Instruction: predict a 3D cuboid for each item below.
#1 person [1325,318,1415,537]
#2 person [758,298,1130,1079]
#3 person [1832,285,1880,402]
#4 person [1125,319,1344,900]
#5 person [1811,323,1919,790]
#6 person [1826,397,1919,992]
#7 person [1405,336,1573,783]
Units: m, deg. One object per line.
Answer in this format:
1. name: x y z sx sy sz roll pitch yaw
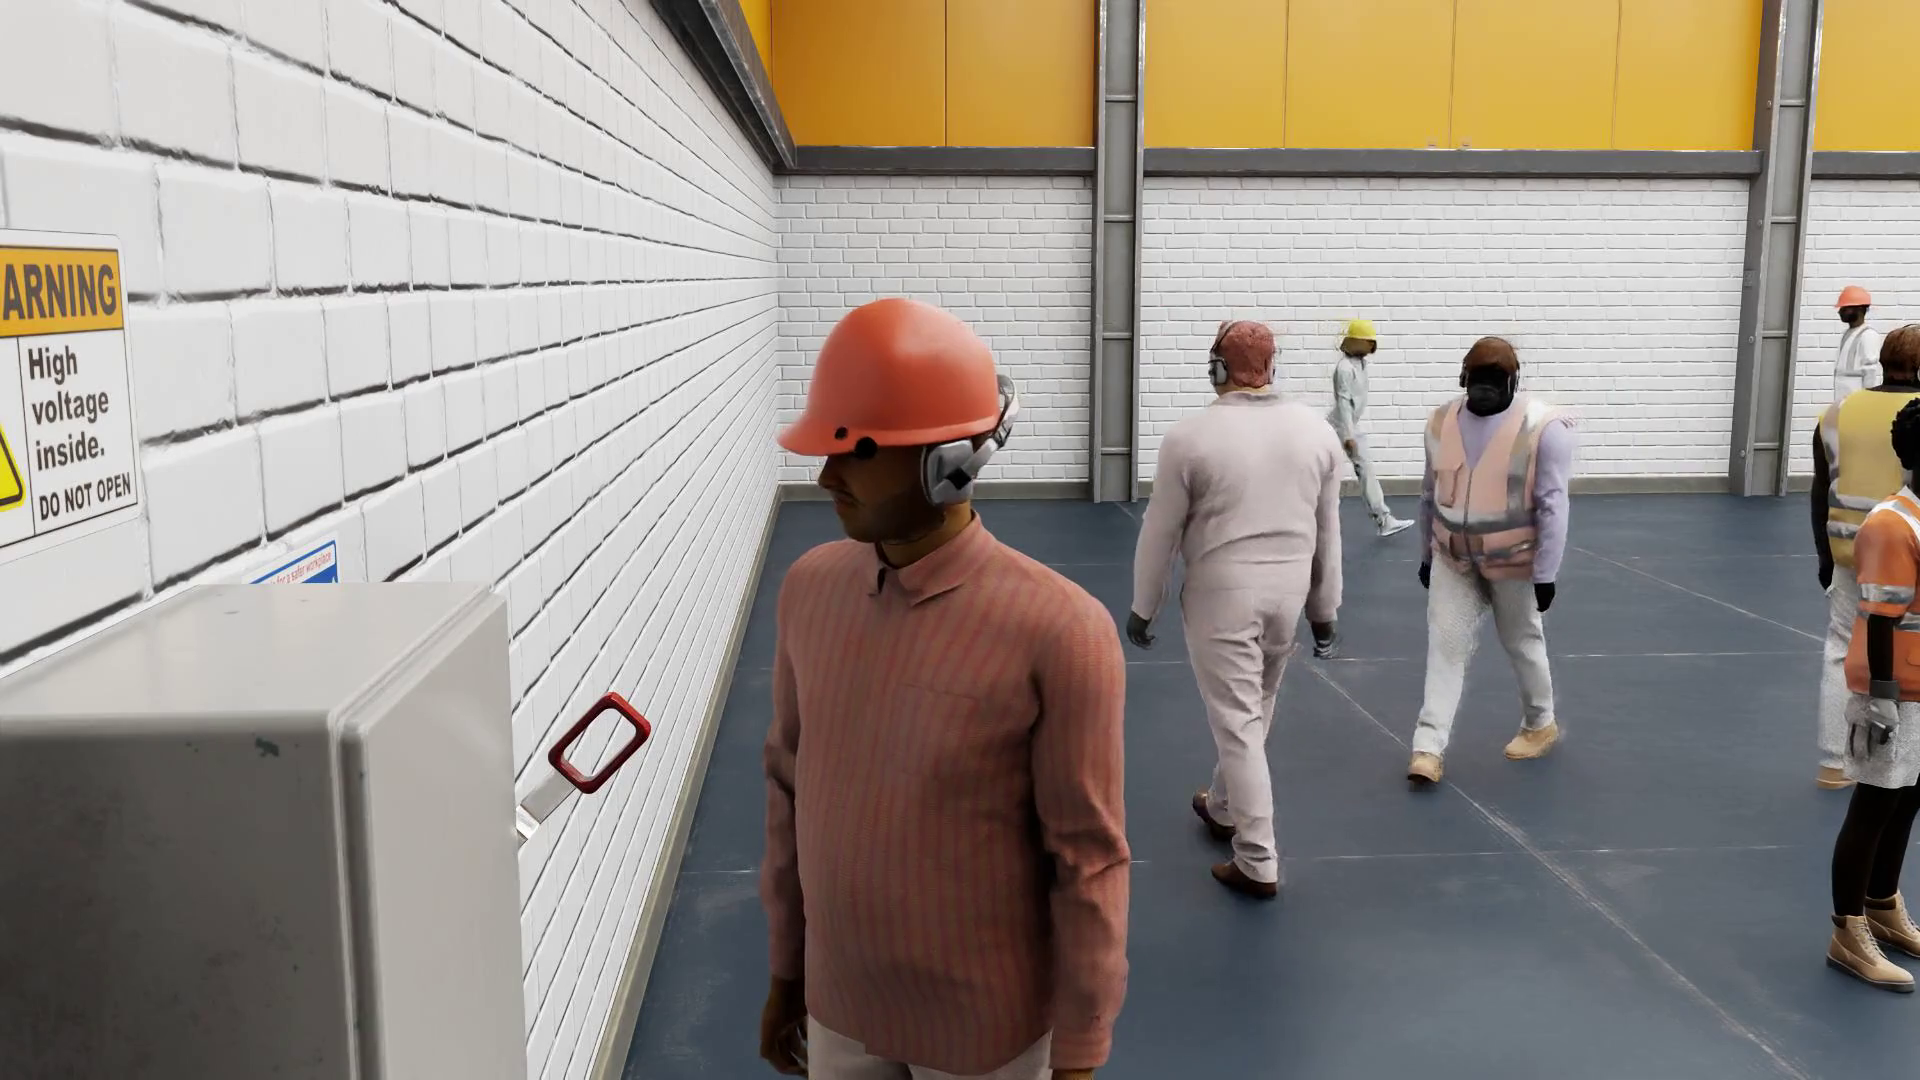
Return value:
1. person: 3.019 -0.837 12.685 0.917 1.682 0.500 6 11 35
2. person: -0.057 0.660 2.374 0.611 1.990 0.392 7 11 38
3. person: 7.694 -1.230 14.410 0.375 1.934 0.552 1 9 7
4. person: 0.890 0.198 5.635 0.670 1.865 0.916 -3 10 -20
5. person: 3.584 0.096 6.383 0.429 1.841 0.632 -5 10 -27
6. person: 2.732 0.424 4.774 0.541 1.695 0.315 -8 12 -39
7. person: 2.145 0.074 6.717 0.664 1.790 0.980 8 12 40
